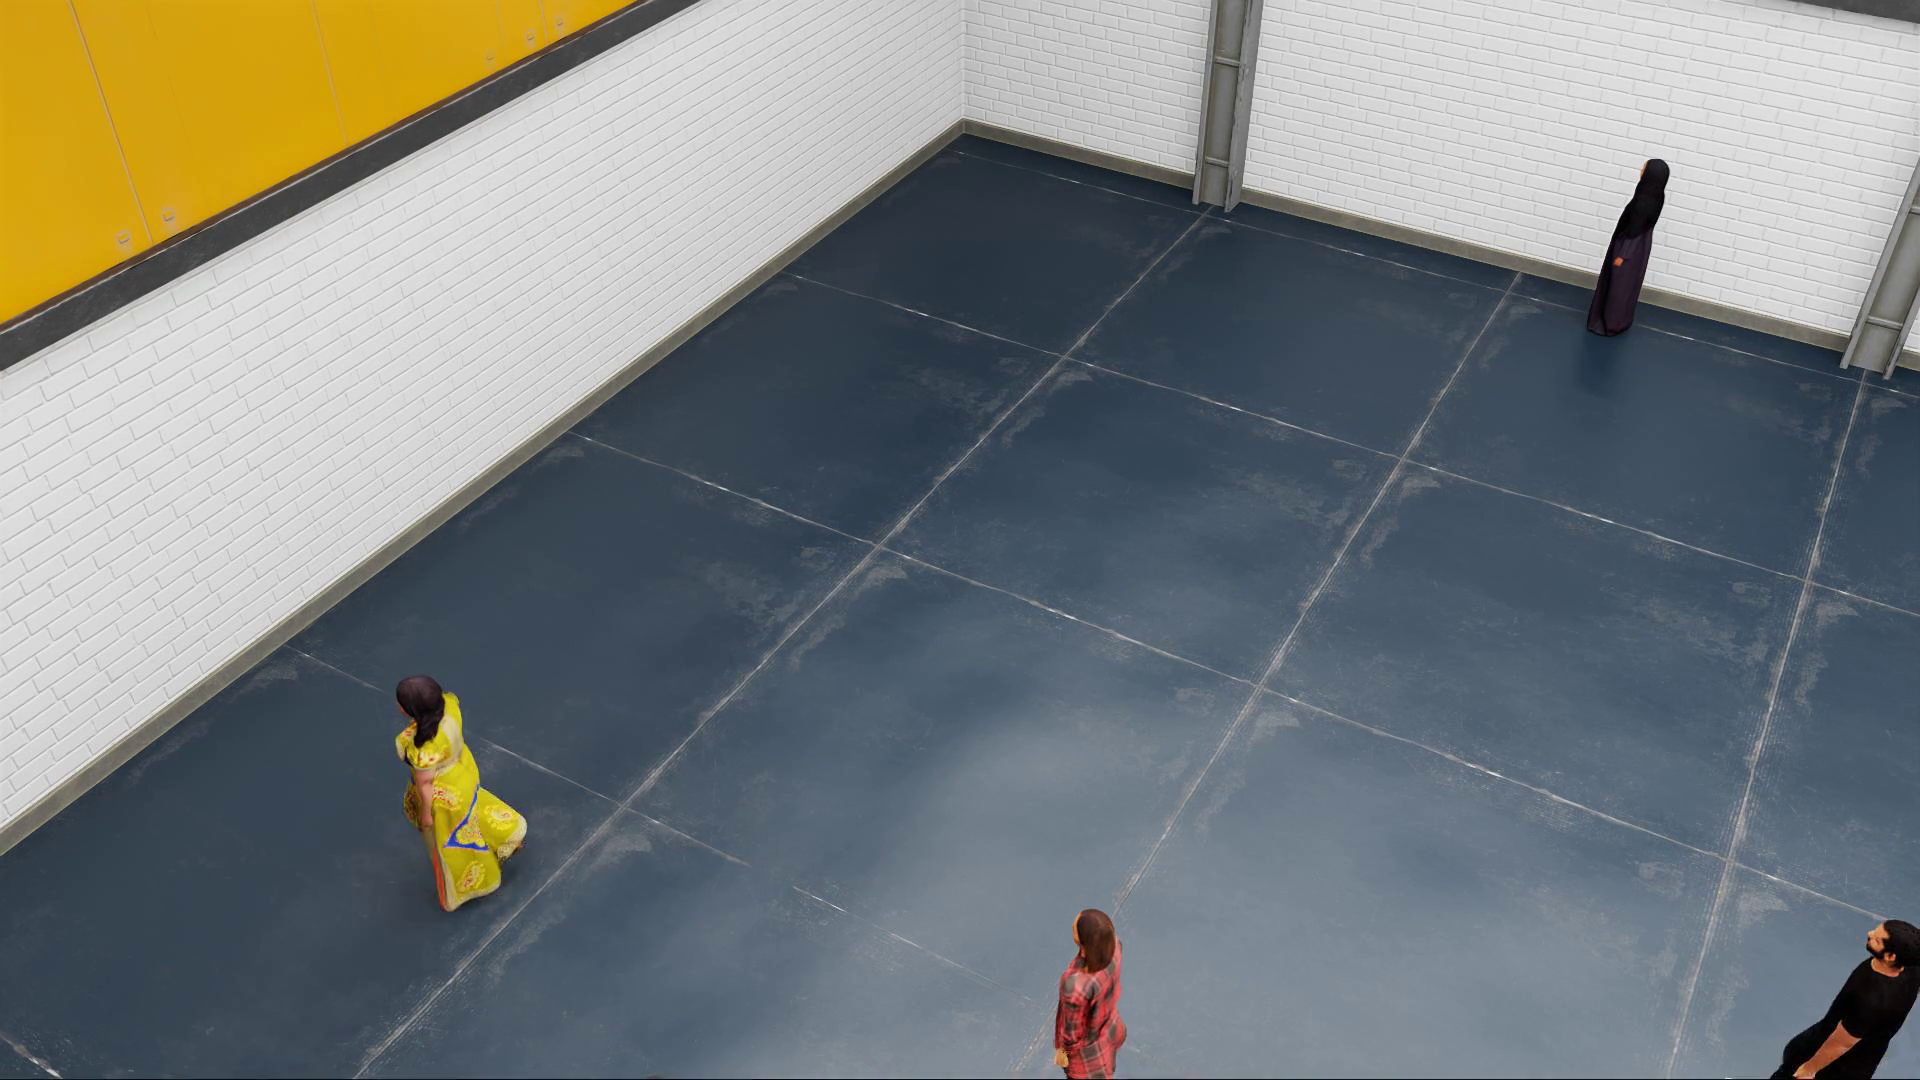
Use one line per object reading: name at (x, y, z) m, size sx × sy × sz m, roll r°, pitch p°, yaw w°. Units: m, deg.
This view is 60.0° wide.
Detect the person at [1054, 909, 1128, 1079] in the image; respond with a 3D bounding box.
person at (0.637, 2.368, 8.000) m, size 0.607 × 1.704 × 0.607 m, roll 20°, pitch 43°, yaw 23°

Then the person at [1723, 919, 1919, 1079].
person at (4.282, 2.445, 7.871) m, size 0.868 × 1.745 × 0.721 m, roll 27°, pitch 46°, yaw 29°

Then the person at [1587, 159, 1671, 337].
person at (5.729, -2.508, 14.177) m, size 0.609 × 1.614 × 0.613 m, roll 25°, pitch 45°, yaw 28°

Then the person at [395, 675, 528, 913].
person at (-2.778, 1.380, 9.283) m, size 1.046 × 1.646 × 0.962 m, roll -1°, pitch 39°, yaw -1°
